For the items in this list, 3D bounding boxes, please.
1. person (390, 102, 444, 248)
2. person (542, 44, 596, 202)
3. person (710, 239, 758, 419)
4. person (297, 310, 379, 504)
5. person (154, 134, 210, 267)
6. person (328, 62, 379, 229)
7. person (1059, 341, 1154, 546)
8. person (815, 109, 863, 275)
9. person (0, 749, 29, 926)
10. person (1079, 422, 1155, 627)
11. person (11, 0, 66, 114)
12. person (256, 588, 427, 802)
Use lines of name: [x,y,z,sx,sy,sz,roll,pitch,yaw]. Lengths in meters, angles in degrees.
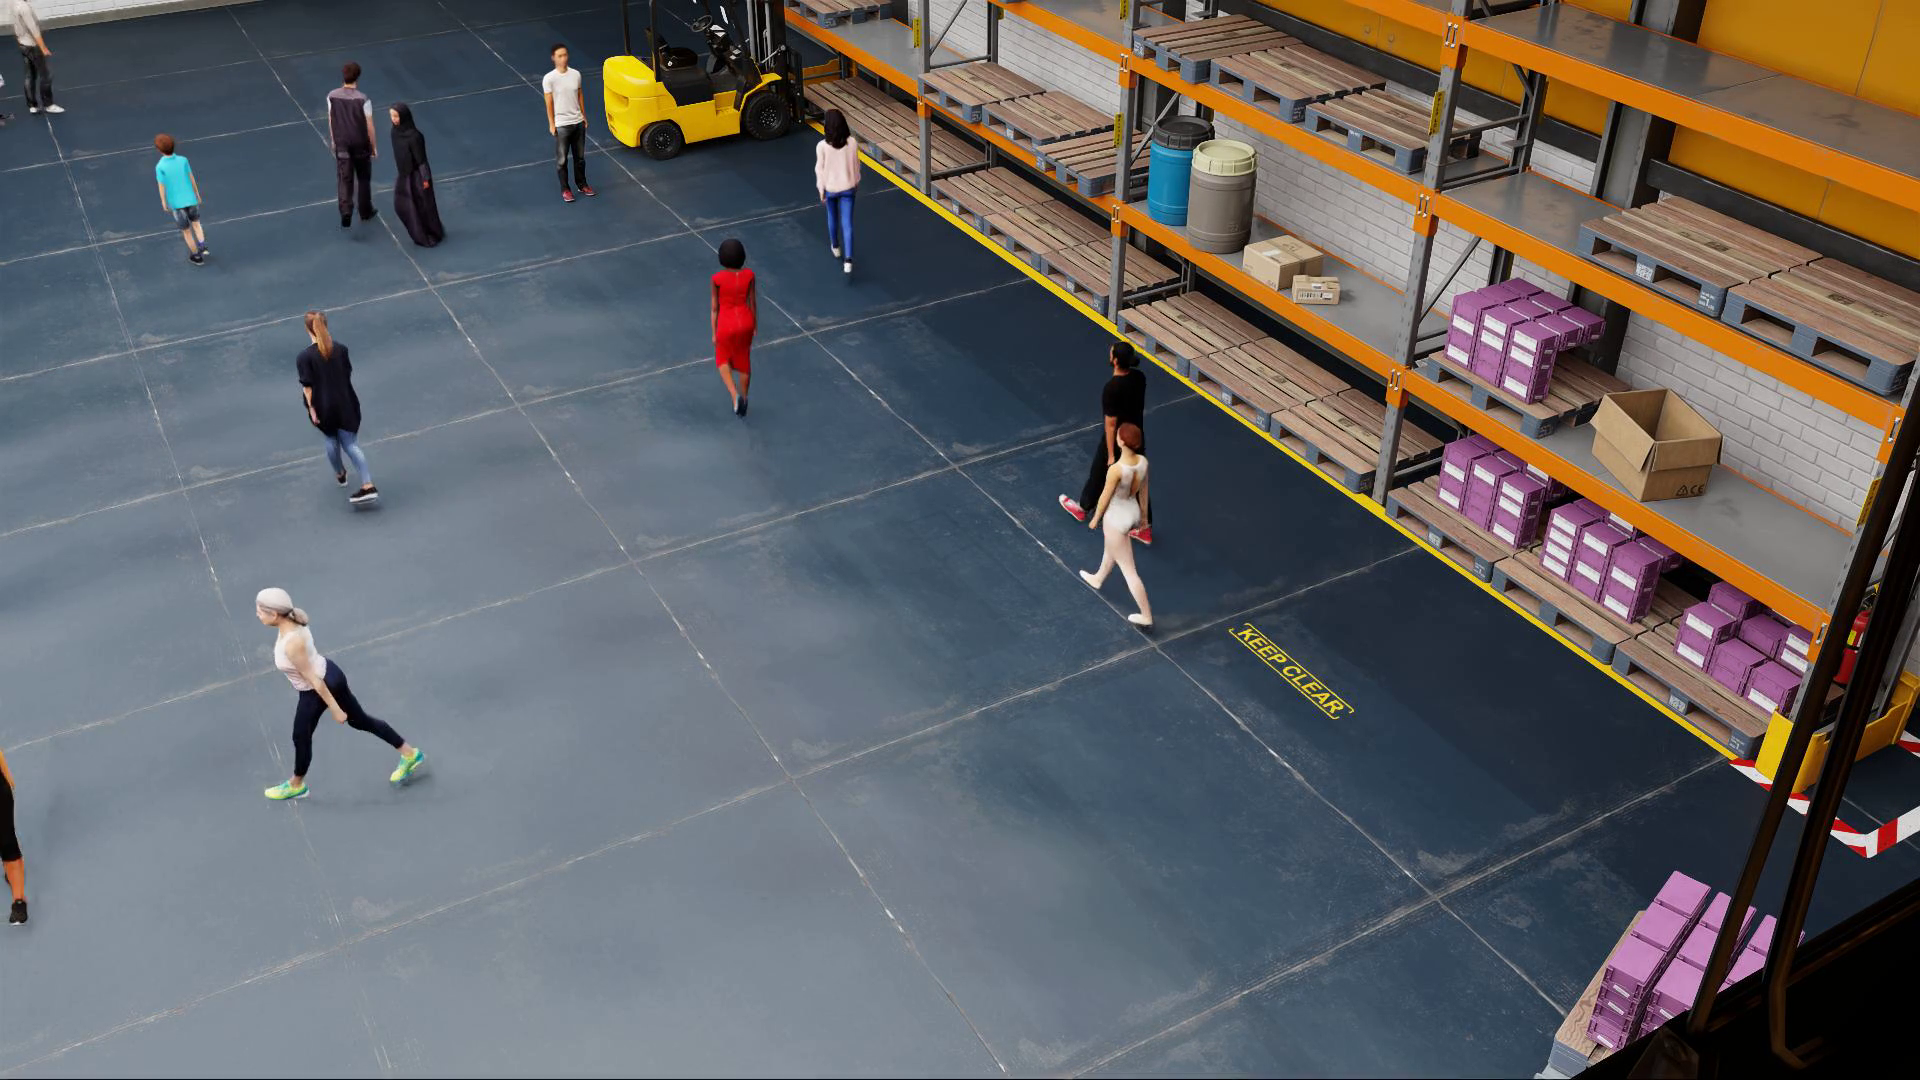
person: [-5.998,-4.036,18.299,0.793,1.616,0.841,20,38,27]
person: [-4.581,-4.885,19.405,0.675,1.805,0.596,-25,41,-33]
person: [-1.989,-1.841,14.887,0.623,1.737,0.648,-15,36,-21]
person: [-5.161,-1.059,13.795,0.629,1.643,0.974,-25,41,-32]
person: [-8.325,-3.646,17.870,0.607,1.441,0.598,27,42,34]
person: [-6.819,-4.382,18.644,0.971,1.810,1.131,-6,34,-9]
person: [1.357,-0.724,13.229,1.183,1.712,0.834,29,43,36]
person: [-1.256,-3.653,17.619,0.959,1.730,1.262,-4,34,-6]
person: [-5.929,1.450,10.028,0.722,1.636,1.049,-10,35,-14]
person: [1.262,-0.083,12.367,1.123,1.598,0.757,28,43,35]
person: [-12.230,-6.487,21.842,0.656,1.776,0.837,22,39,29]
person: [-4.001,0.999,10.710,0.864,1.632,1.254,-12,35,-17]
